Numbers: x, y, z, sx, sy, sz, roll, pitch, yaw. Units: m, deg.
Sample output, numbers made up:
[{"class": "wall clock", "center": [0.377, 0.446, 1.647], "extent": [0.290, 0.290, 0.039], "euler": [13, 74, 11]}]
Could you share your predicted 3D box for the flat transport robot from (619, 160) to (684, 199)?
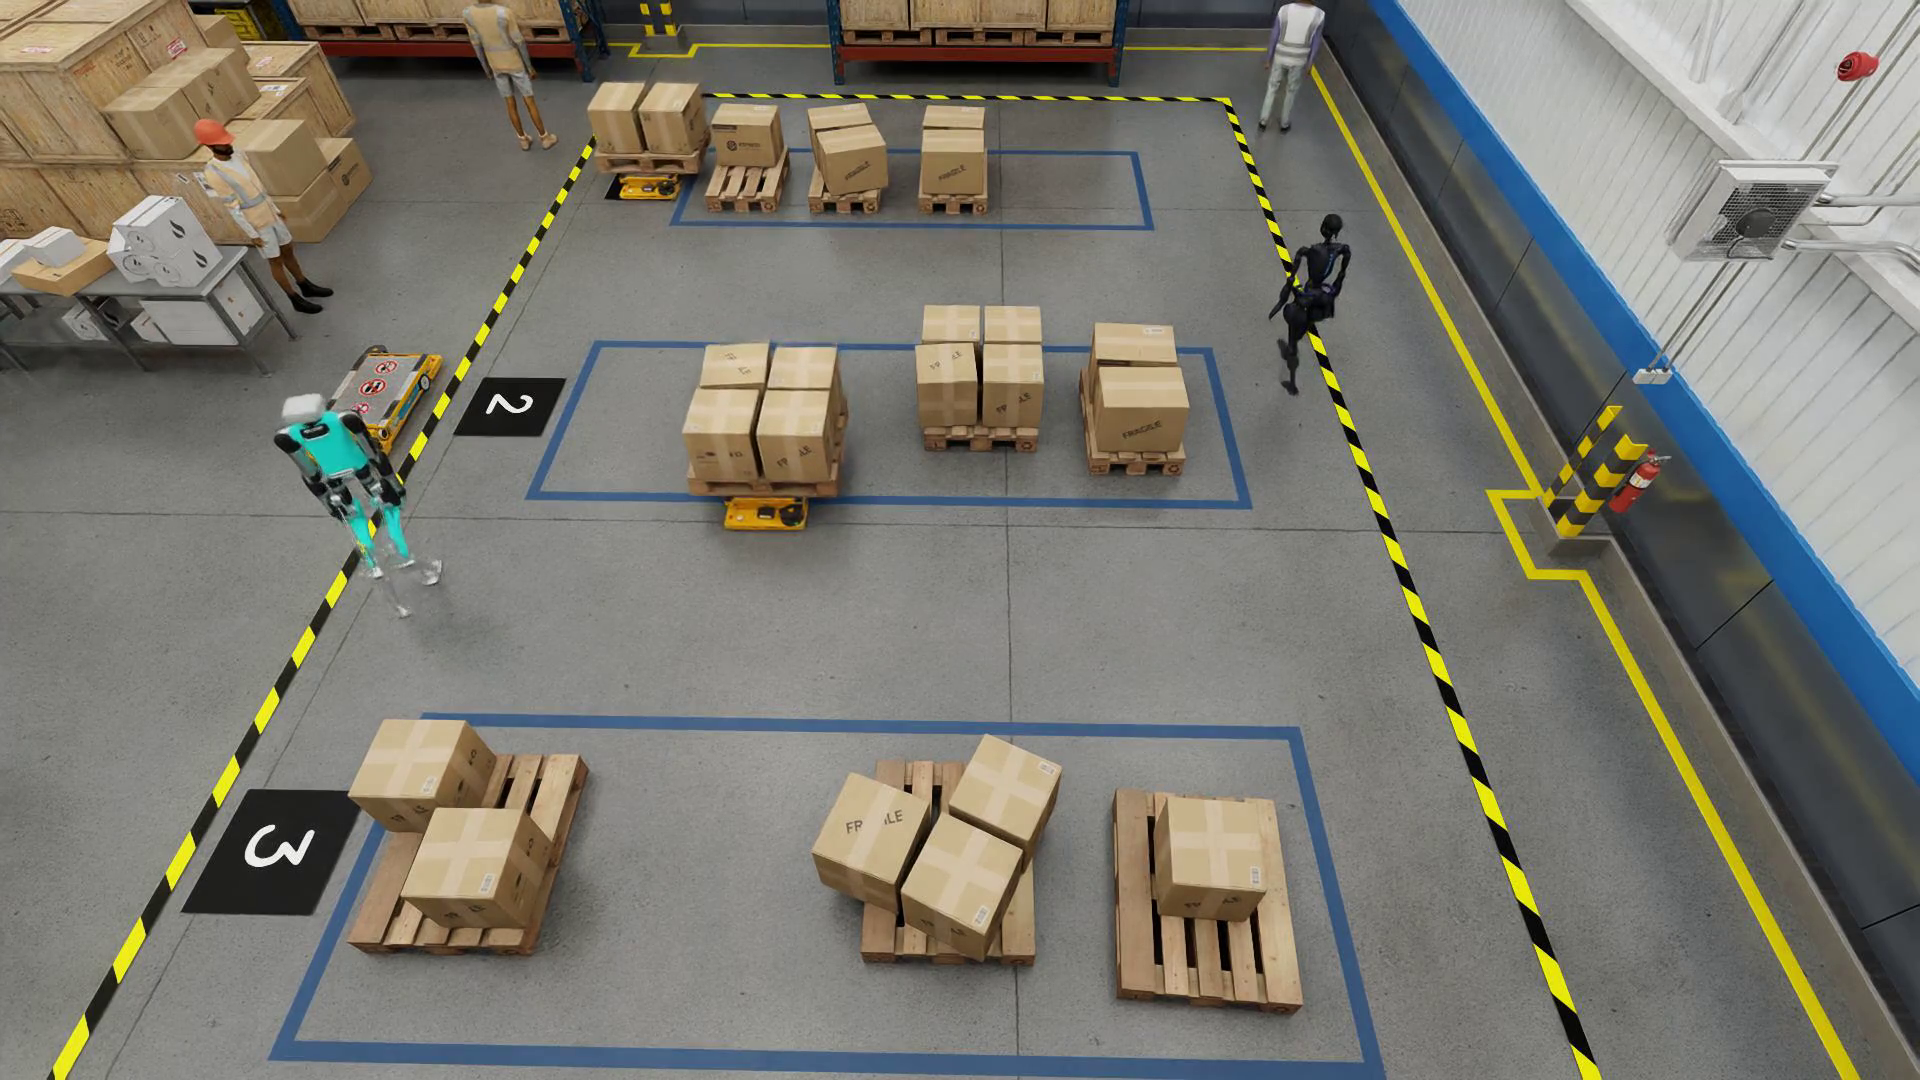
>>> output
[{"class": "flat transport robot", "center": [-3.702, -4.643, 11.277], "extent": [0.652, 0.197, 1.431], "euler": [1, 50, 1]}]

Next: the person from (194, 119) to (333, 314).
[{"class": "person", "center": [-6.781, -3.134, 8.926], "extent": [0.376, 1.936, 0.546], "euler": [0, 50, 0]}]

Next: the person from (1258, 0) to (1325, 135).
[{"class": "person", "center": [4.137, -6.033, 11.447], "extent": [0.599, 1.829, 0.404], "euler": [16, 52, 14]}]

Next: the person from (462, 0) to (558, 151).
[{"class": "person", "center": [-5.467, -5.750, 11.079], "extent": [0.606, 2.032, 0.400], "euler": [-1, 50, 0]}]

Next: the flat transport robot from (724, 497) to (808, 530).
[{"class": "flat transport robot", "center": [-1.596, -0.681, 7.925], "extent": [0.652, 0.197, 1.431], "euler": [1, 50, 1]}]

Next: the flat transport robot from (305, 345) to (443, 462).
[{"class": "flat transport robot", "center": [-5.383, -1.269, 8.441], "extent": [0.659, 0.231, 1.431], "euler": [1, 50, 1]}]

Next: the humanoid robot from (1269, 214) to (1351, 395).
[{"class": "humanoid robot", "center": [3.148, -2.160, 8.306], "extent": [0.608, 1.623, 0.785], "euler": [-7, 50, -6]}]

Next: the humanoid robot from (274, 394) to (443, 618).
[{"class": "humanoid robot", "center": [-4.217, -0.137, 6.539], "extent": [0.534, 1.800, 0.812], "euler": [-21, 53, -17]}]
